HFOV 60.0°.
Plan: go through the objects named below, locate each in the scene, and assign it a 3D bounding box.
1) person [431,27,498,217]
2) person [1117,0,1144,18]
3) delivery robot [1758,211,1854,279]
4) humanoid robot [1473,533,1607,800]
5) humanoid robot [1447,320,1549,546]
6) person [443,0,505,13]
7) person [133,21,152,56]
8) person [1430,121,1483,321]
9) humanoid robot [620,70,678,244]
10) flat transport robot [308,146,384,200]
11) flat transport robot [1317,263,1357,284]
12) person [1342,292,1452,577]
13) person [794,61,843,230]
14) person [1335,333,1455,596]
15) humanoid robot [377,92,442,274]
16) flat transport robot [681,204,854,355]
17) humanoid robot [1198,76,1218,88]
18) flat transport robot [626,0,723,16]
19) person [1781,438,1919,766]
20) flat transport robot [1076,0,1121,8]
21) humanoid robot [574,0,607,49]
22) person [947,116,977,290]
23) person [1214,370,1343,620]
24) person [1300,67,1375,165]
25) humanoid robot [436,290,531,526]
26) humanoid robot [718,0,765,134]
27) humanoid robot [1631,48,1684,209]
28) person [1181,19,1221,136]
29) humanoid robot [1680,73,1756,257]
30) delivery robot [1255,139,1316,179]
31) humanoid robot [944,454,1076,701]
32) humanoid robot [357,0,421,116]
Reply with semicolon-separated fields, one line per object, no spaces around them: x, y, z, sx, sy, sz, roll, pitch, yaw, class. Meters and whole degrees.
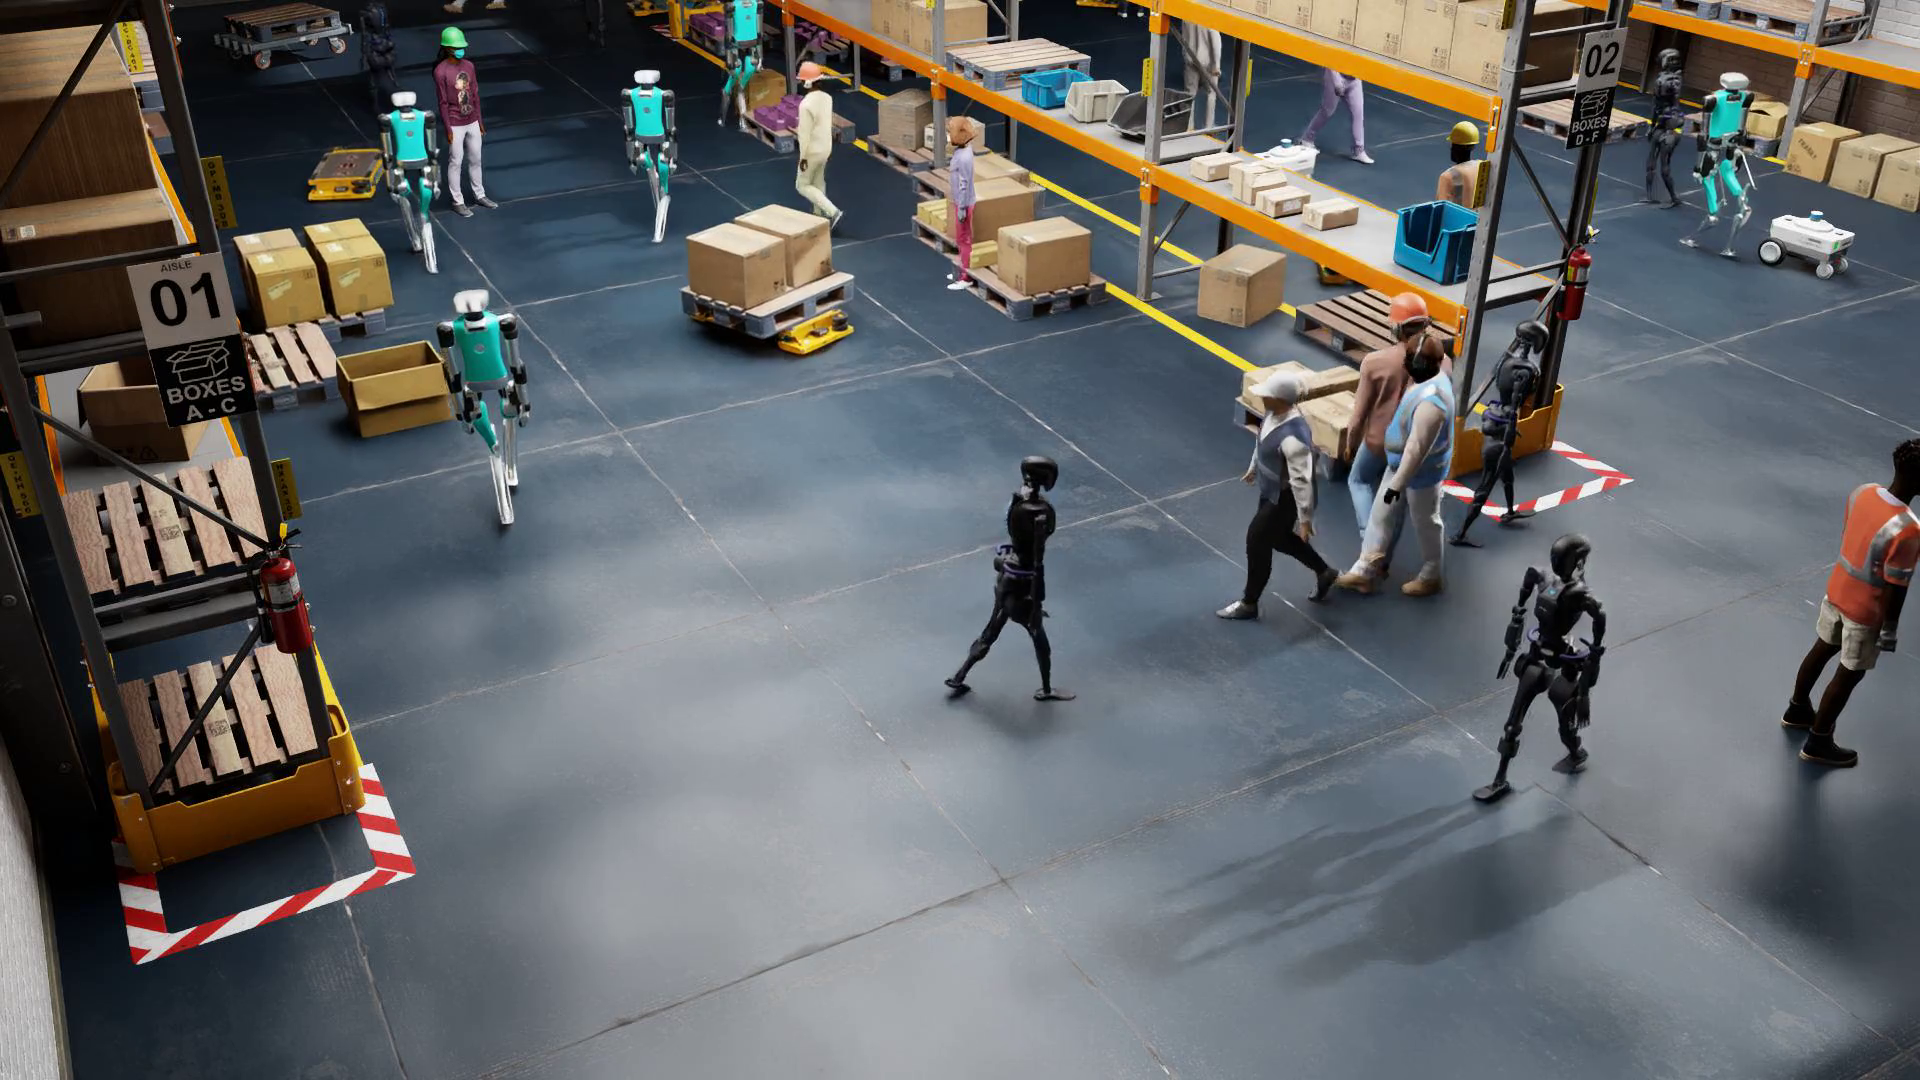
-5.190;-4.348;17.340;0.436;1.908;0.487;20;36;31;person
2.631;-8.911;25.337;0.511;1.848;0.337;-3;30;-5;person
8.242;-2.895;16.175;0.499;0.607;0.808;-20;36;-31;delivery robot
3.203;0.669;8.895;0.781;1.639;0.601;-19;35;-29;humanoid robot
3.725;-0.718;11.263;0.606;1.631;0.613;8;31;13;humanoid robot
-7.596;-9.097;25.721;0.959;1.789;0.657;-9;31;-15;person
-10.394;-6.598;21.237;0.458;1.919;0.646;10;31;17;person
4.236;-2.648;14.355;0.594;1.925;0.369;-22;37;-33;person
-3.069;-3.932;16.824;0.542;1.761;1.028;0;30;0;humanoid robot
-6.797;-4.088;18.527;0.659;0.231;1.431;-4;30;-7;flat transport robot
4.197;-2.653;16.028;1.431;0.231;0.659;2;30;3;flat transport robot
2.827;-0.648;10.825;0.649;1.969;0.492;-3;30;-5;person
-1.445;-3.944;16.795;0.473;1.739;0.580;11;32;19;person
2.842;-0.447;10.663;0.836;1.794;0.623;-2;30;-3;person
-5.314;-3.510;16.112;0.540;1.780;1.034;-13;32;-21;humanoid robot
-1.702;-2.001;14.893;1.431;0.231;0.659;22;36;33;flat transport robot
3.233;-6.691;21.648;0.512;1.640;0.612;21;36;32;humanoid robot
-4.467;-8.426;26.077;1.431;0.231;0.659;-12;32;-19;flat transport robot
4.982;0.329;9.150;0.386;1.955;0.602;1;30;1;person
2.378;-8.788;26.709;0.659;0.231;1.431;10;31;17;flat transport robot
-5.253;-7.926;23.821;0.599;1.635;0.670;-7;31;-12;humanoid robot
0.017;-3.144;15.522;0.278;1.628;0.503;-1;30;-2;person
2.073;-0.282;10.444;0.780;1.726;0.765;-1;30;-2;person
4.369;-5.272;18.986;0.646;1.860;0.931;-21;36;-32;person
-3.311;-1.013;11.740;0.547;1.753;1.035;-7;31;-13;humanoid robot
-2.731;-5.798;20.133;0.563;1.862;0.781;-22;36;-33;humanoid robot
7.508;-4.358;17.615;0.505;1.636;0.635;-2;30;-4;humanoid robot
2.875;-5.721;19.779;0.590;1.852;0.747;18;34;28;person
7.512;-3.592;16.218;0.555;1.779;0.883;-8;31;-14;humanoid robot
3.520;-4.076;18.232;0.780;0.608;0.505;-18;34;-28;delivery robot
0.299;0.247;9.636;0.768;1.635;0.596;-6;30;-10;humanoid robot
-7.139;-6.042;20.548;0.728;1.633;0.601;10;31;16;humanoid robot
